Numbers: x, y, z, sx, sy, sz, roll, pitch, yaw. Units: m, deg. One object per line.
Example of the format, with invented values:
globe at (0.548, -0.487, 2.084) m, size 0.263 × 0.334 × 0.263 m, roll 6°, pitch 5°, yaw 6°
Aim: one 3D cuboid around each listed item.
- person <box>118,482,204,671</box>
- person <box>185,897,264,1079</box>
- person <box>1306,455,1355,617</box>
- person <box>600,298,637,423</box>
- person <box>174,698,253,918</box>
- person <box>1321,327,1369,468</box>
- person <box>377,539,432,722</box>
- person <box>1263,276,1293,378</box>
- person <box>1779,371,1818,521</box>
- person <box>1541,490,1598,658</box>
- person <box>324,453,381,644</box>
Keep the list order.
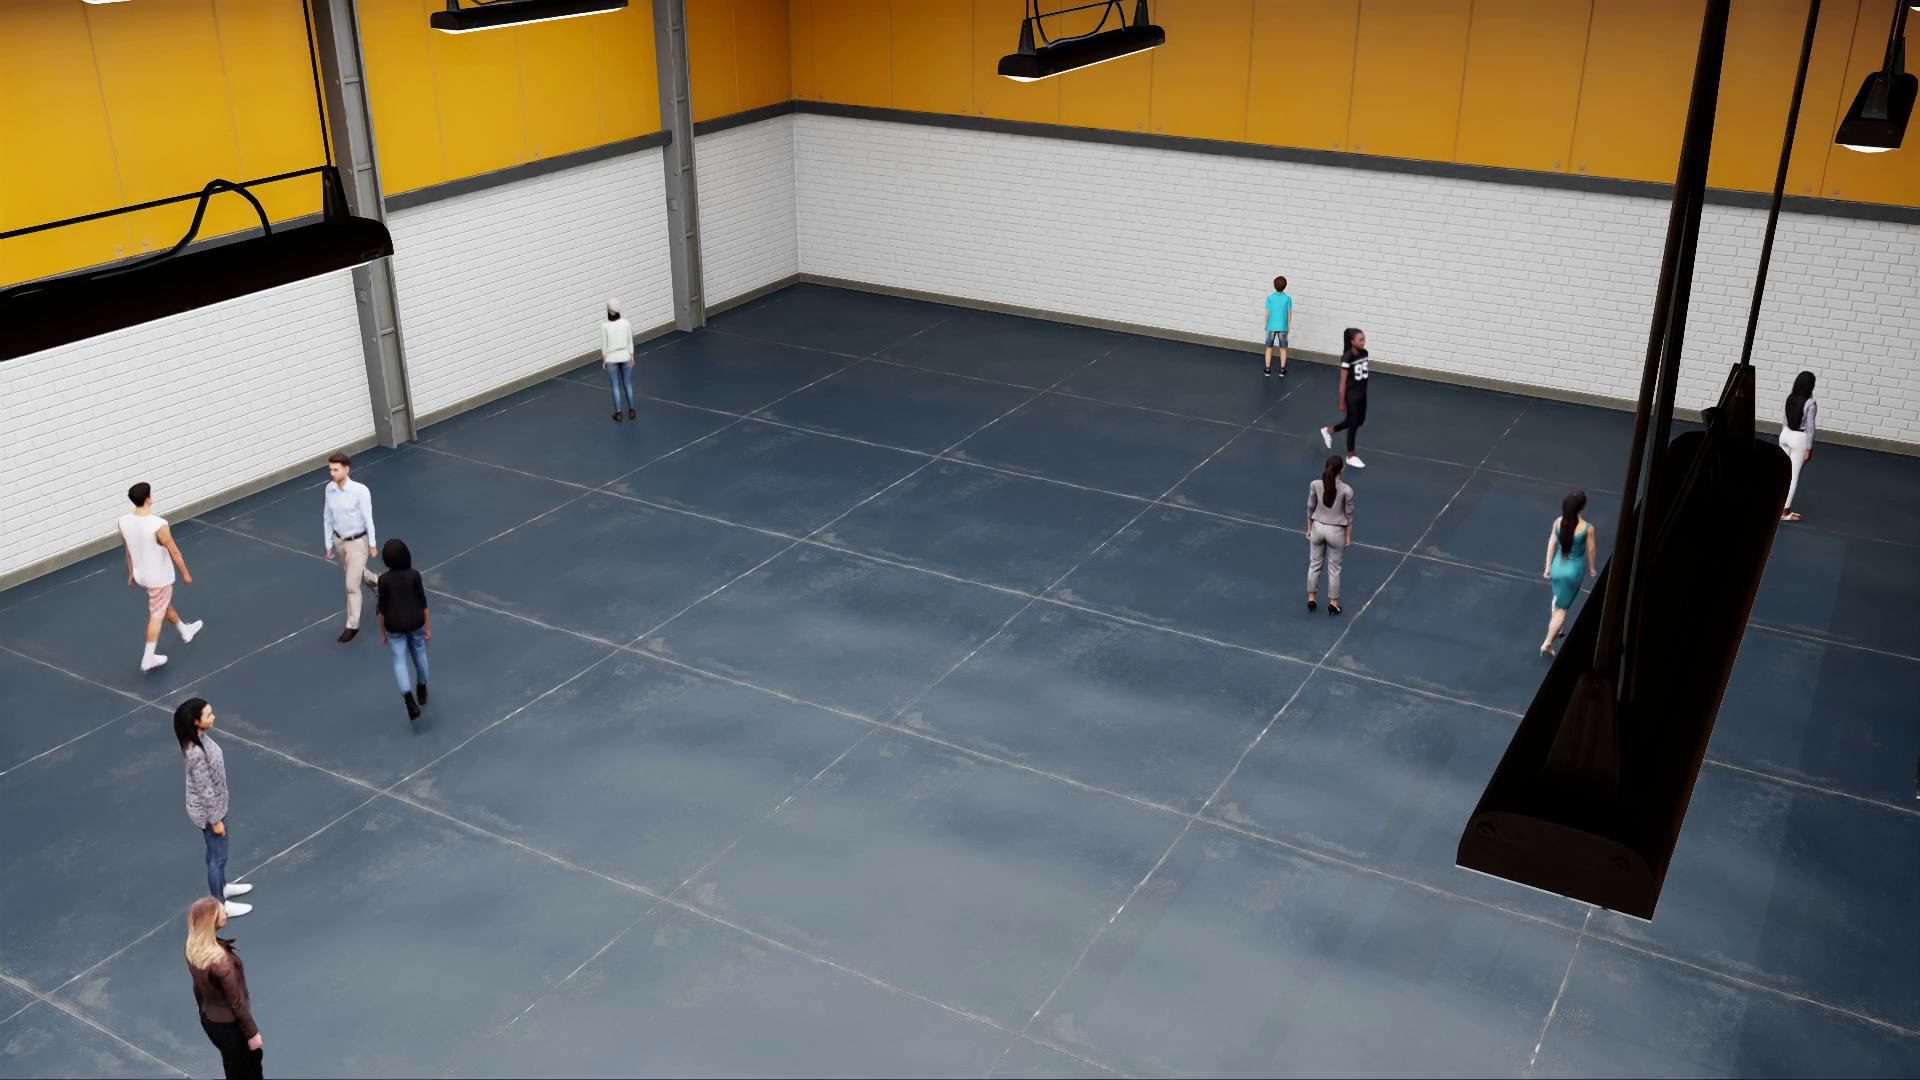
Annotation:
person at (-7.544, 0.373, 15.457) m, size 0.863 × 1.739 × 1.210 m, roll 6°, pitch 24°, yaw 14°
person at (-4.380, 2.893, 9.768) m, size 0.789 × 1.679 × 1.090 m, roll 21°, pitch 31°, yaw 40°
person at (3.650, -0.050, 16.501) m, size 0.607 × 1.678 × 0.568 m, roll 14°, pitch 27°, yaw 29°
person at (-4.498, -2.385, 21.886) m, size 0.603 × 1.644 × 0.702 m, roll -10°, pitch 26°, yaw -22°
person at (-5.409, 1.910, 11.950) m, size 0.717 × 1.731 × 0.699 m, roll -11°, pitch 26°, yaw -24°
person at (4.761, -1.770, 20.396) m, size 0.974 × 1.711 × 0.872 m, roll -19°, pitch 30°, yaw -37°
person at (-4.844, 0.804, 14.543) m, size 0.983 × 1.682 × 0.970 m, roll -10°, pitch 26°, yaw -22°
person at (4.512, -3.046, 23.643) m, size 0.578 × 1.449 × 0.574 m, roll 5°, pitch 24°, yaw 11°
person at (9.438, -1.085, 18.810) m, size 0.725 × 1.725 × 0.666 m, roll -6°, pitch 24°, yaw -14°
person at (5.654, 0.353, 15.598) m, size 0.860 × 1.663 × 0.675 m, roll -21°, pitch 31°, yaw -40°
person at (-5.872, 0.011, 16.185) m, size 0.851 × 1.820 × 1.273 m, roll 7°, pitch 25°, yaw 15°
